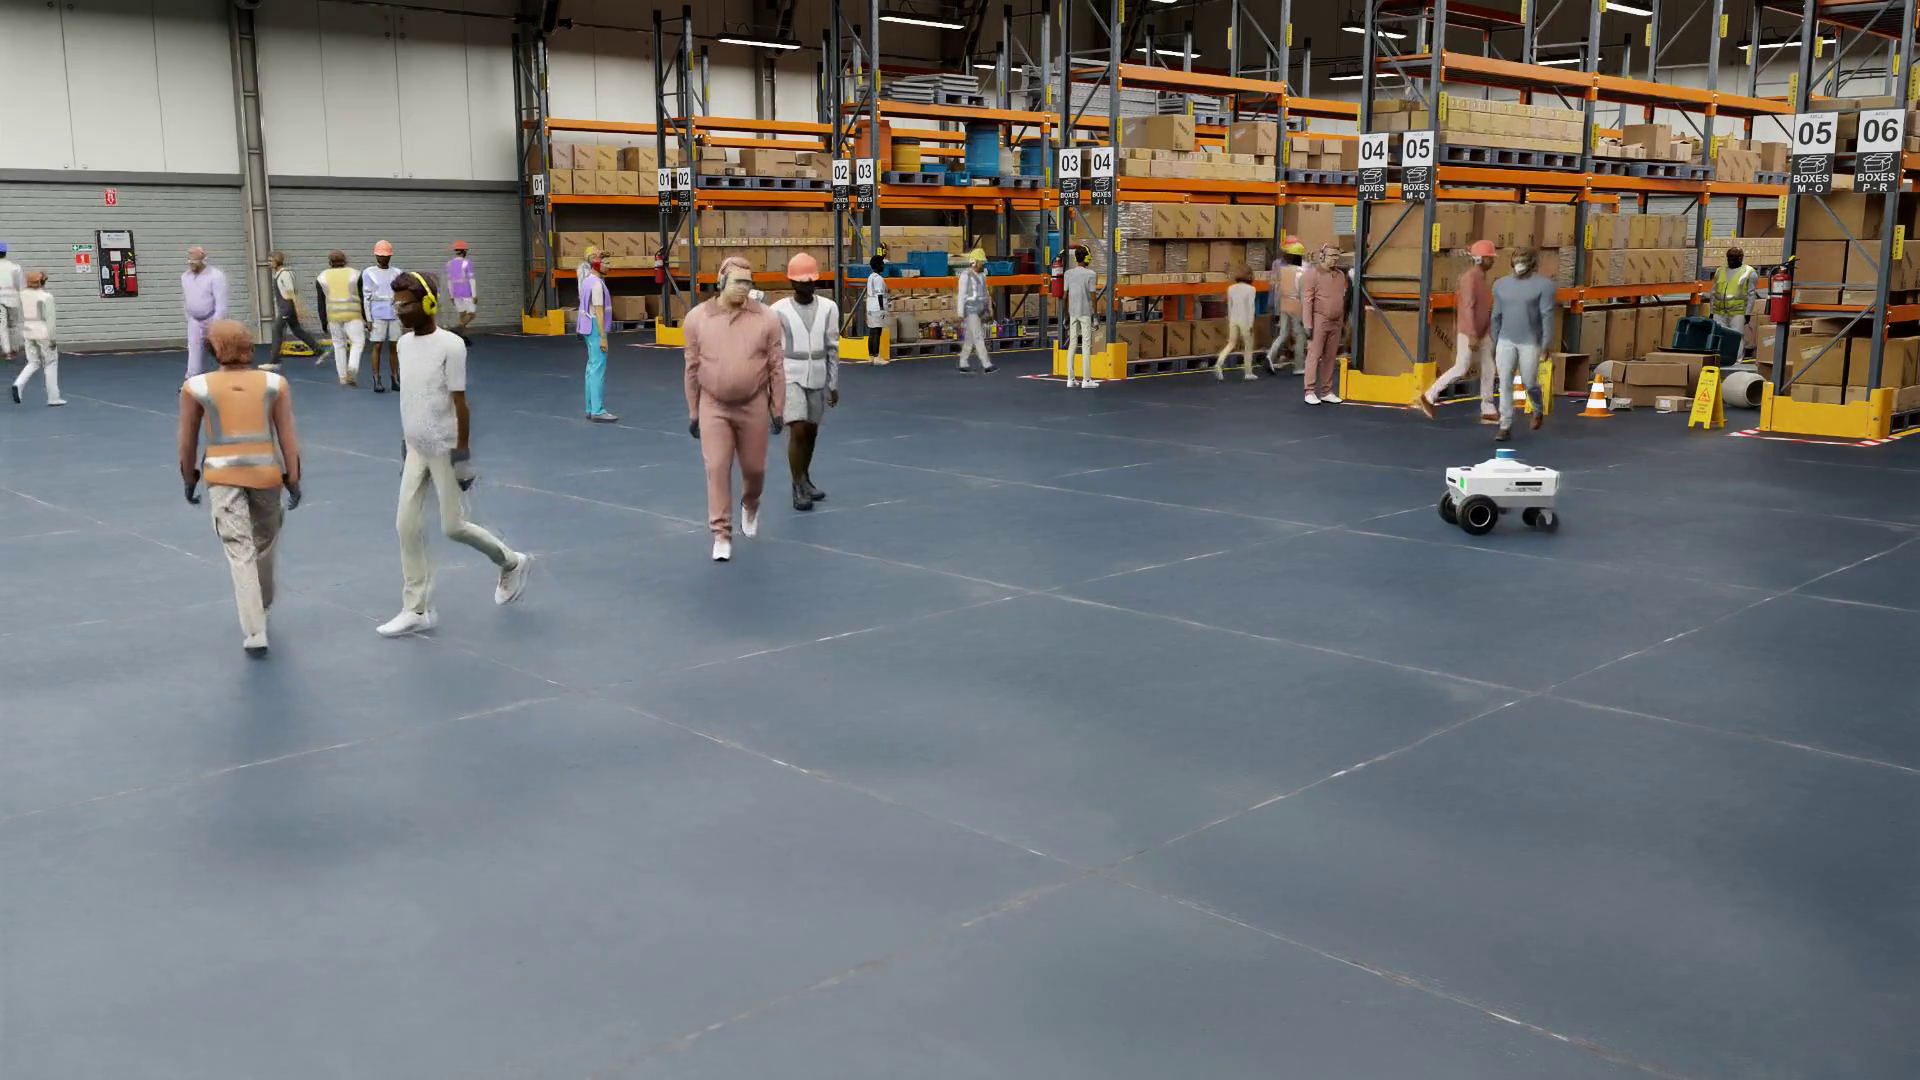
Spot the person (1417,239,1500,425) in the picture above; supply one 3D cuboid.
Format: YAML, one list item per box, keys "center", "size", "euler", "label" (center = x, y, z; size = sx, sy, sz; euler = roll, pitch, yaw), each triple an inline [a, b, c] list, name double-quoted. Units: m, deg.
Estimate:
- center: [5.438, -2.236, 17.849]
  size: [0.903, 1.963, 0.616]
  euler: [9, 14, 41]
  label: "person"

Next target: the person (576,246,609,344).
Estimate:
- center: [-6.825, -4.533, 30.758]
  size: [0.754, 1.810, 0.599]
  euler: [10, 14, 44]
  label: "person"

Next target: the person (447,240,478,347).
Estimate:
- center: [-9.007, -4.452, 30.027]
  size: [0.569, 1.924, 0.593]
  euler: [4, 11, 23]
  label: "person"

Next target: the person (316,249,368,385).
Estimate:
- center: [-8.244, -2.974, 22.238]
  size: [0.647, 1.822, 0.747]
  euler: [-1, 10, -7]
  label: "person"

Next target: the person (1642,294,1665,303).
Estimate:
- center: [14.263, -5.183, 34.224]
  size: [0.694, 1.838, 0.805]
  euler: [2, 11, 12]
  label: "person"

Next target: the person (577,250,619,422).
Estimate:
- center: [-3.954, -2.217, 18.055]
  size: [0.374, 1.840, 0.569]
  euler: [-4, 11, -22]
  label: "person"

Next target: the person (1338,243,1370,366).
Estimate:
- center: [6.107, -3.520, 24.781]
  size: [1.061, 2.001, 0.610]
  euler: [-6, 12, -30]
  label: "person"

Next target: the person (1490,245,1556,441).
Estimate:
- center: [5.583, -1.962, 16.488]
  size: [0.634, 1.916, 0.758]
  euler: [8, 13, 36]
  label: "person"

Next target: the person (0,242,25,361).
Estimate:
- center: [-15.410, -3.846, 26.806]
  size: [0.630, 1.895, 0.994]
  euler: [-6, 12, -31]
  label: "person"

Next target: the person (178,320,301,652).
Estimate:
- center: [-3.546, -0.282, 8.199]
  size: [0.521, 1.583, 0.890]
  euler: [-7, 12, -32]
  label: "person"

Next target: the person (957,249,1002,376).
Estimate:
- center: [0.317, -3.252, 23.815]
  size: [0.861, 1.791, 0.629]
  euler: [6, 12, 29]
  label: "person"

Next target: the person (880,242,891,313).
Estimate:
- center: [-1.487, -4.641, 31.202]
  size: [0.514, 1.872, 0.332]
  euler: [9, 13, 39]
  label: "person"

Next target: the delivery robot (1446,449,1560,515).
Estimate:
- center: [3.727, -0.382, 11.428]
  size: [0.707, 0.478, 0.477]
  euler: [0, 10, -2]
  label: "delivery robot"

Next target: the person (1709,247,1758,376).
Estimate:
- center: [10.901, -3.219, 23.539]
  size: [0.429, 1.839, 0.623]
  euler: [-9, 14, -40]
  label: "person"

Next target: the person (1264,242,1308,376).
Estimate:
- center: [4.711, -3.298, 23.800]
  size: [0.817, 1.904, 0.591]
  euler: [-9, 14, -41]
  label: "person"

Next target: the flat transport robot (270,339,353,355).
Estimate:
- center: [-10.955, -3.294, 28.335]
  size: [0.652, 0.197, 1.431]
  euler: [5, 11, 24]
  label: "flat transport robot"

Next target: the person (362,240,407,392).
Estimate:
- center: [-7.404, -2.891, 21.481]
  size: [0.547, 1.934, 0.376]
  euler: [-9, 14, -40]
  label: "person"

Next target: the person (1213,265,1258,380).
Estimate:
- center: [3.850, -3.005, 23.042]
  size: [0.760, 1.602, 0.501]
  euler: [-10, 14, -43]
  label: "person"

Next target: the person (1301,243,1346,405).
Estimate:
- center: [4.365, -2.574, 19.833]
  size: [0.655, 1.905, 0.407]
  euler: [-7, 12, -32]
  label: "person"

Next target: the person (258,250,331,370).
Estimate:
- center: [-10.086, -3.481, 25.140]
  size: [1.021, 1.790, 0.532]
  euler: [-5, 12, -25]
  label: "person"

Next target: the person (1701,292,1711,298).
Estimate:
- center: [13.940, -4.588, 30.781]
  size: [0.825, 1.907, 0.568]
  euler: [-8, 13, -37]
  label: "person"

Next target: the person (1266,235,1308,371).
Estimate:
- center: [4.978, -3.586, 25.069]
  size: [0.882, 2.017, 0.615]
  euler: [-10, 14, -43]
  label: "person"

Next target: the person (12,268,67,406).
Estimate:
- center: [-10.817, -2.367, 19.464]
  size: [0.530, 1.622, 0.580]
  euler: [3, 11, 15]
  label: "person"

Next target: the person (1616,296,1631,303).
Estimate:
- center: [14.635, -5.643, 36.315]
  size: [0.728, 2.000, 0.706]
  euler: [-4, 11, -20]
  label: "person"

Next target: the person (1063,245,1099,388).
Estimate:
- center: [1.598, -2.948, 21.971]
  size: [0.535, 1.868, 0.309]
  euler: [7, 12, 34]
  label: "person"

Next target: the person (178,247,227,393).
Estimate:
- center: [-9.668, -2.819, 21.359]
  size: [0.660, 1.857, 1.007]
  euler: [2, 11, 10]
  label: "person"

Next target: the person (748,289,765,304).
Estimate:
- center: [-2.595, -2.492, 20.224]
  size: [0.506, 1.600, 0.859]
  euler: [-2, 11, -10]
  label: "person"

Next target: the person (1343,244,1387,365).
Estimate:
- center: [5.478, -3.121, 22.855]
  size: [0.901, 1.879, 0.631]
  euler: [-7, 12, -33]
  label: "person"

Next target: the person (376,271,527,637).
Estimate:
- center: [-2.651, -0.465, 8.569]
  size: [0.530, 1.832, 0.815]
  euler: [7, 12, 33]
  label: "person"

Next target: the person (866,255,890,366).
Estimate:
- center: [-1.281, -3.567, 25.816]
  size: [0.315, 1.696, 0.540]
  euler: [-4, 11, -19]
  label: "person"

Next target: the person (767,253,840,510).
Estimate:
- center: [-1.192, -1.189, 12.410]
  size: [0.551, 1.879, 0.749]
  euler: [-5, 12, -25]
  label: "person"

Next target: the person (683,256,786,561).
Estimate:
- center: [-1.427, -0.859, 10.576]
  size: [0.641, 1.878, 0.824]
  euler: [-2, 11, -8]
  label: "person"
